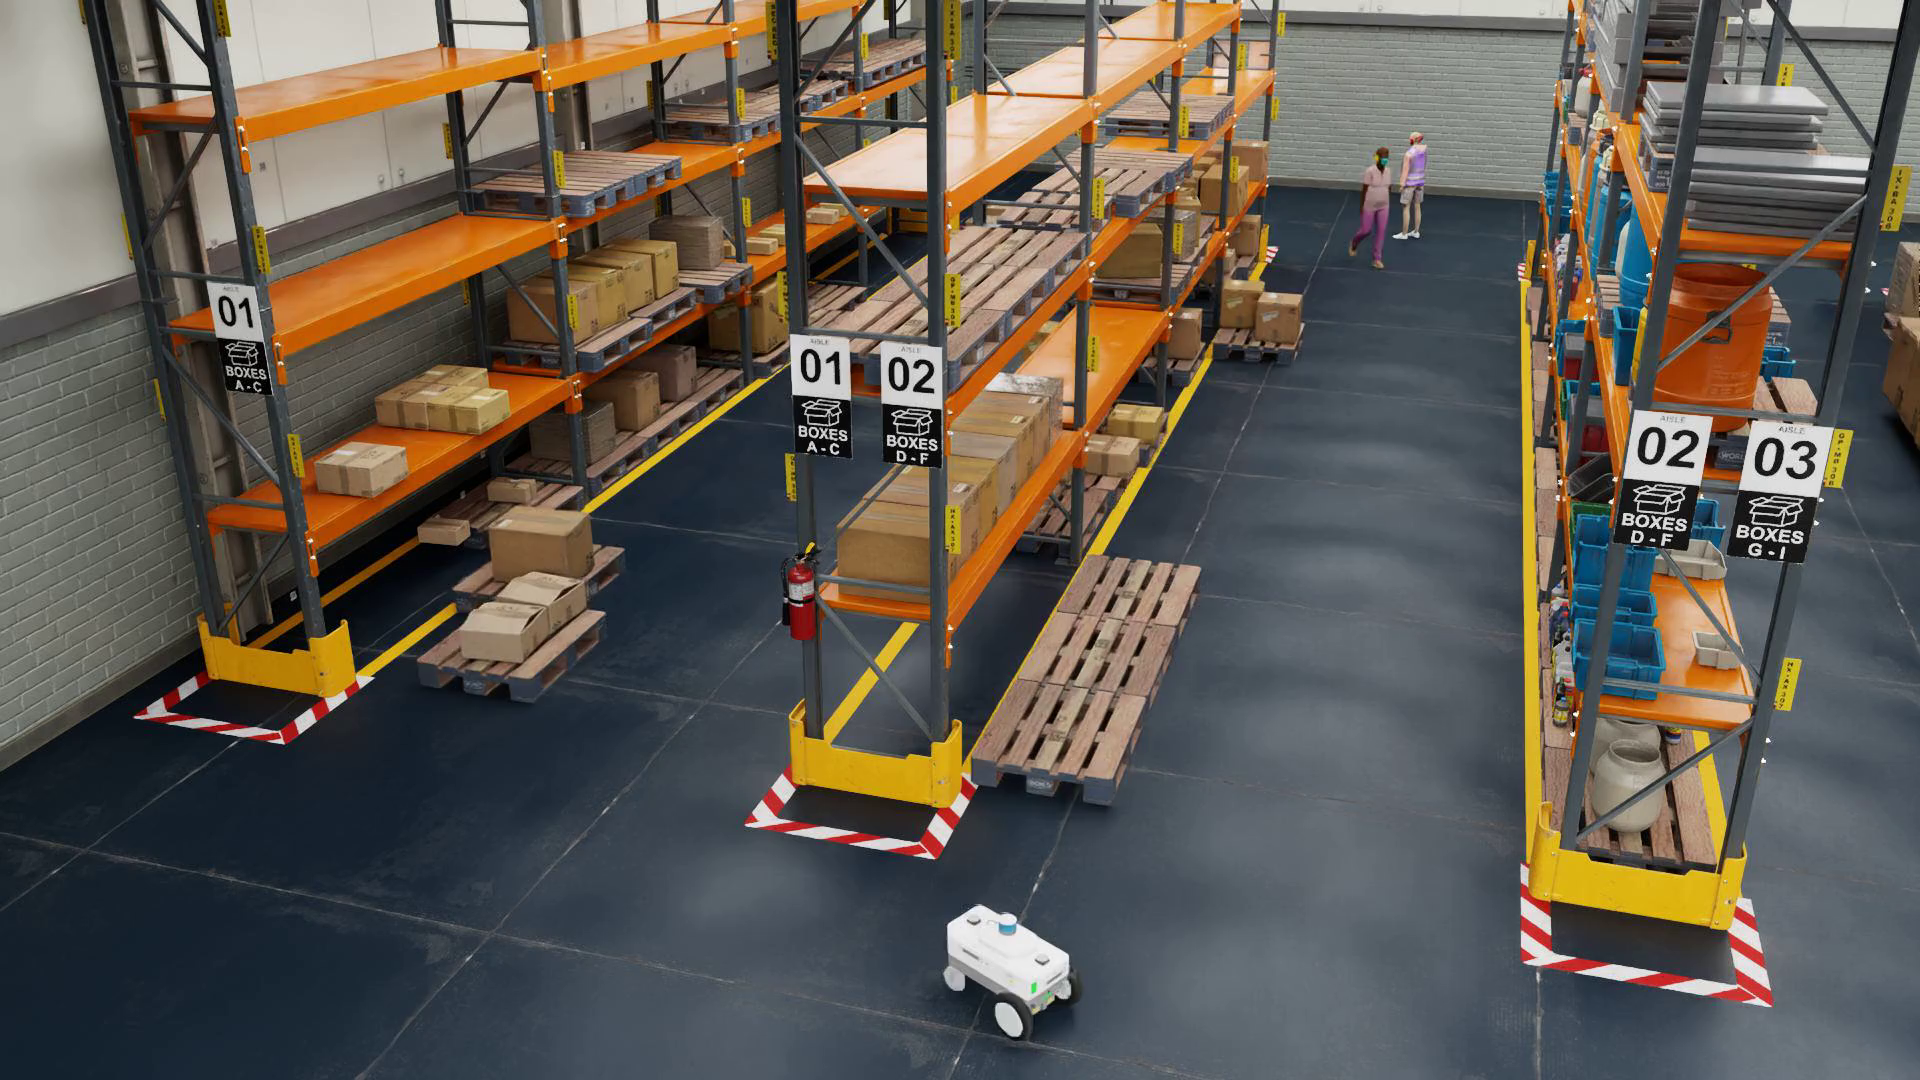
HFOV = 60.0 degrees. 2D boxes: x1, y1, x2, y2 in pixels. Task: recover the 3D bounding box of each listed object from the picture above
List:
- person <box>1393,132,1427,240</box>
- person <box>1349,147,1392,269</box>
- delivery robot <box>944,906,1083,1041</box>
[{"bbox_3d":[7.180,-5.621,26.417,0.489,1.688,0.352,-14,27,-29],"label":"person"},{"bbox_3d":[6.148,-4.972,24.776,0.521,1.782,0.597,-6,24,-14],"label":"person"},{"bbox_3d":[0.283,2.384,9.301,0.797,0.608,0.499,21,31,40],"label":"delivery robot"}]
